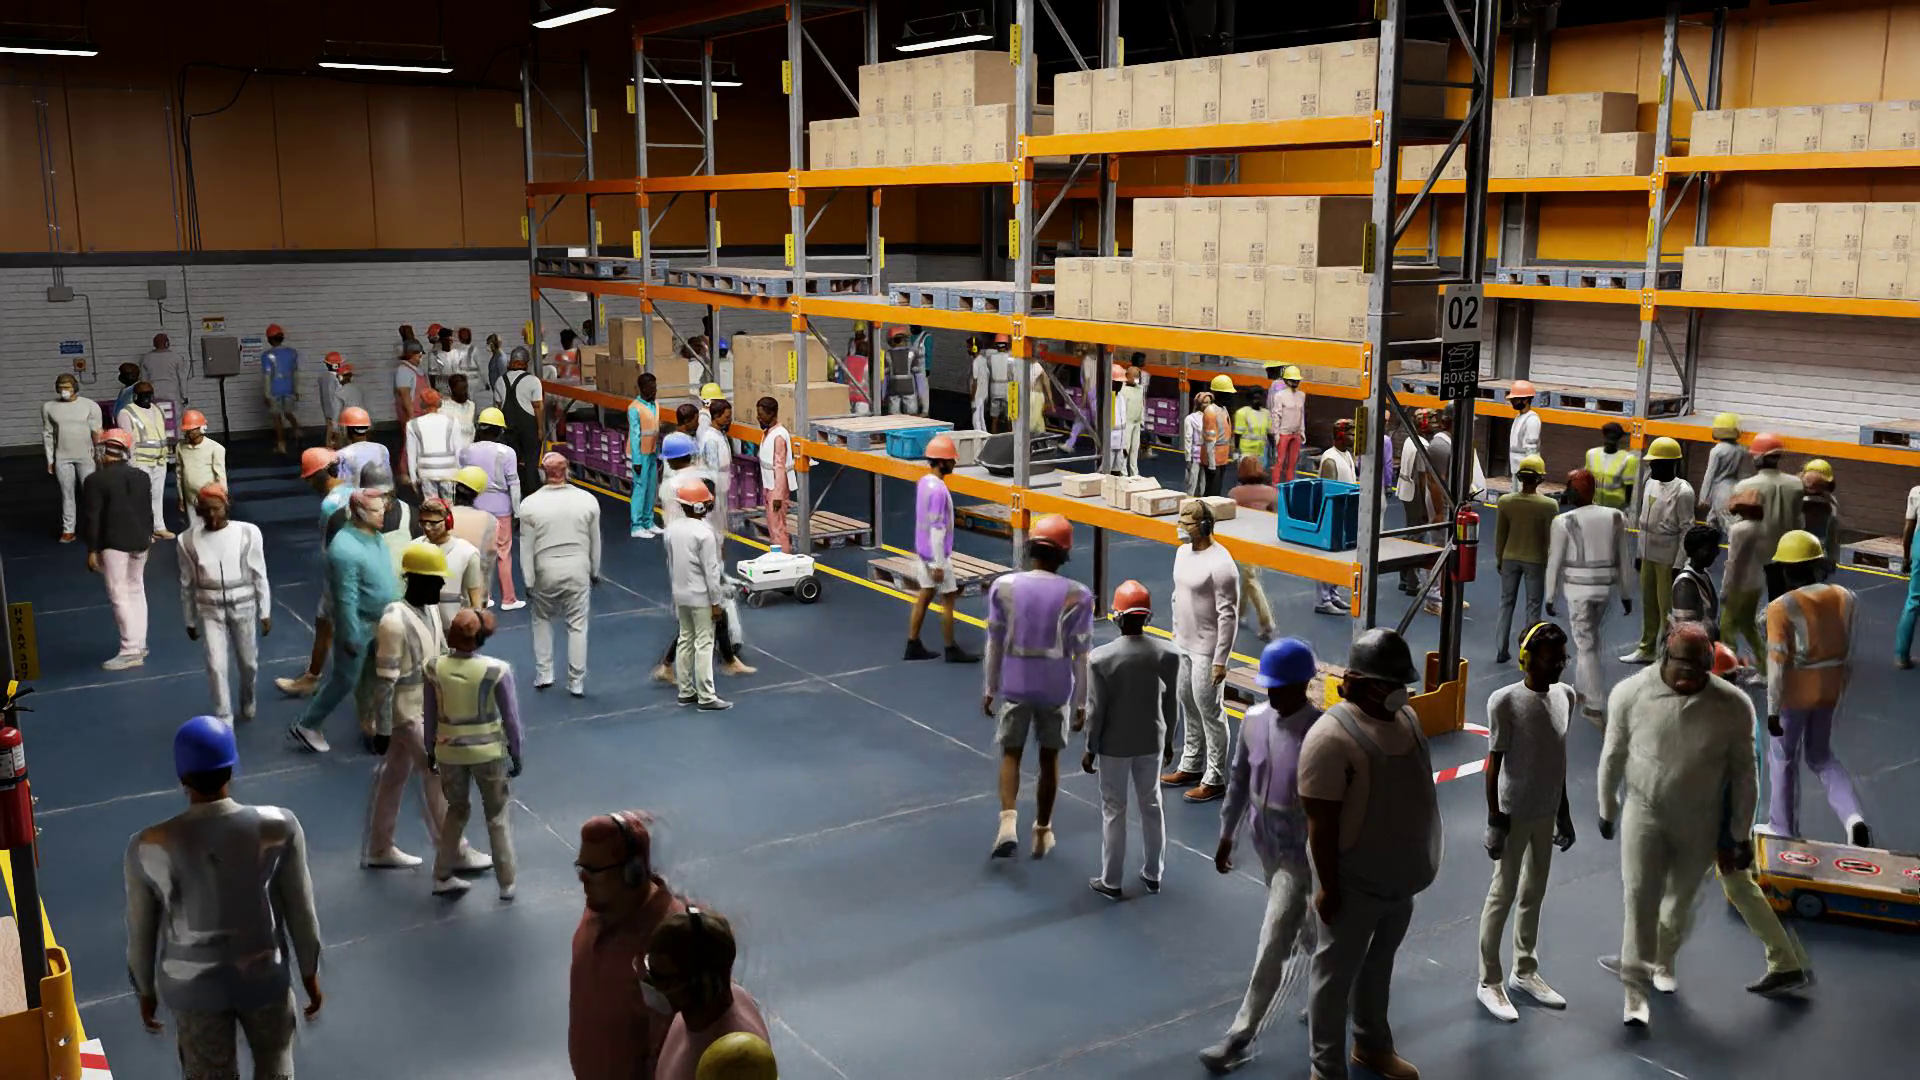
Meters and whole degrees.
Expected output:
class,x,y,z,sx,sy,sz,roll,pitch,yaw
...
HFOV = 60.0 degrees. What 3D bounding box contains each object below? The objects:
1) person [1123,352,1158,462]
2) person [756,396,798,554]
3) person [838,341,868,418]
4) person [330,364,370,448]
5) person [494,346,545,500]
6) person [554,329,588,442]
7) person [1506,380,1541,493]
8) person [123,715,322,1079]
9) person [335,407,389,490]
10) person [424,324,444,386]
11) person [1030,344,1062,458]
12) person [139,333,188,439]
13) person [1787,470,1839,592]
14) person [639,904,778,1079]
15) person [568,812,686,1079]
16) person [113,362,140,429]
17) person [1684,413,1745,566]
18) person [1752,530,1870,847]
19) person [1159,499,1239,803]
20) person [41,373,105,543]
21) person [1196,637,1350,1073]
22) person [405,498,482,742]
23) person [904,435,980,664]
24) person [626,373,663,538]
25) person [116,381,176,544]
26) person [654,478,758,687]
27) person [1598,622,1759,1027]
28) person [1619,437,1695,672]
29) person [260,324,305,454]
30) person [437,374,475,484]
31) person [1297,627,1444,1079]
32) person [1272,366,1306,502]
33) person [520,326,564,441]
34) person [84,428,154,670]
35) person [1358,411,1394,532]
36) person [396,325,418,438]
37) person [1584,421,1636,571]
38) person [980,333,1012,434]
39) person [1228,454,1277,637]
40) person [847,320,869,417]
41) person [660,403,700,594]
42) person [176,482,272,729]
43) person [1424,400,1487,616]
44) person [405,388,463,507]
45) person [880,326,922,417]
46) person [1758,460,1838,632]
class,x,y,z,sx,sy,sz,roll,pitch,yaw
person,2.648,-1.997,25.043,0.533,1.652,0.903,-5,12,-23
person,-1.857,-0.493,16.733,0.415,1.907,0.596,-3,12,-17
person,-1.534,-2.156,25.556,0.649,1.788,0.847,4,12,19
person,-8.242,-1.525,22.568,0.870,1.700,0.581,3,12,17
person,-5.635,-1.498,21.517,0.681,2.000,0.535,4,12,21
person,-6.174,-2.358,26.200,0.890,1.925,0.611,7,13,31
person,6.098,-0.769,18.096,0.390,1.930,0.546,0,11,1
person,-2.671,1.577,6.054,0.635,1.930,0.485,-5,12,-26
person,-5.573,-0.275,15.523,0.362,1.938,0.545,8,14,35
person,-8.250,-2.429,26.389,0.371,1.996,0.622,2,11,11
person,1.176,-2.040,24.932,0.916,1.793,0.563,-5,12,-24
person,-12.201,-2.220,25.559,0.652,1.906,0.402,-2,11,-12
person,6.971,0.236,13.702,0.552,1.618,0.502,-1,11,-7
person,-0.645,1.891,4.478,0.376,1.931,0.625,-3,11,-14
person,-0.972,1.749,5.326,0.858,1.877,0.637,-11,15,-44
person,-10.550,-1.344,21.239,0.429,1.846,0.626,-10,15,-43
person,7.864,-0.454,17.070,0.498,1.694,0.937,-7,13,-33
person,4.933,0.900,9.608,0.601,1.896,0.677,-3,11,-16
person,1.525,0.695,10.558,0.354,1.937,0.635,-4,12,-21
person,-10.034,-0.925,18.853,0.635,1.936,0.354,-2,11,-12
person,1.441,1.342,7.378,1.016,1.892,0.637,-8,13,-34
person,-3.467,0.611,11.260,0.568,1.837,0.388,5,12,22
person,-0.180,0.081,13.763,0.502,1.933,0.554,-3,11,-16
person,-3.649,-0.978,19.213,0.394,1.911,0.584,3,11,15
person,-9.217,-0.883,18.891,0.430,1.839,0.626,4,12,18
person,-2.050,0.331,13.134,0.824,1.658,0.536,-3,11,-15
person,3.296,1.299,7.656,0.668,1.856,0.969,4,12,17
person,5.688,0.119,13.533,0.371,1.925,0.595,-2,11,-11
person,-10.501,-2.323,25.761,0.554,2.033,0.626,8,14,35
person,-5.721,-0.965,19.145,0.587,1.894,0.628,5,12,24
person,1.742,1.353,6.930,0.682,2.000,0.537,-10,15,-42
person,4.283,-1.375,21.595,0.531,1.768,0.311,-7,13,-32
person,-6.916,-2.530,27.082,1.035,1.939,0.651,0,11,-1
person,-6.952,0.068,13.784,0.455,1.949,0.736,4,12,20
person,4.475,-0.597,17.934,0.309,1.641,0.514,-5,12,-25
person,-9.206,-2.647,27.799,0.355,1.885,0.576,-1,11,-4
person,6.636,-0.417,16.986,0.560,1.654,0.798,9,14,37
person,0.628,-2.391,26.361,0.616,1.929,0.808,8,13,34
person,2.614,0.044,14.775,0.503,1.595,0.813,-7,13,-31
person,-1.793,-3.053,30.048,0.599,1.824,0.403,7,13,30
person,-2.681,-0.373,16.114,0.407,1.909,0.592,-5,12,-25
person,-5.189,0.496,11.771,0.590,1.866,0.732,-4,12,-20
person,4.612,-0.316,15.468,0.536,2.000,0.688,8,14,36
person,-5.613,-0.698,17.845,0.595,1.870,0.412,-3,11,-15
person,-0.916,-2.253,25.480,0.674,2.014,0.550,-3,11,-14
person,7.108,0.127,14.083,0.523,1.694,0.860,-4,12,-21
